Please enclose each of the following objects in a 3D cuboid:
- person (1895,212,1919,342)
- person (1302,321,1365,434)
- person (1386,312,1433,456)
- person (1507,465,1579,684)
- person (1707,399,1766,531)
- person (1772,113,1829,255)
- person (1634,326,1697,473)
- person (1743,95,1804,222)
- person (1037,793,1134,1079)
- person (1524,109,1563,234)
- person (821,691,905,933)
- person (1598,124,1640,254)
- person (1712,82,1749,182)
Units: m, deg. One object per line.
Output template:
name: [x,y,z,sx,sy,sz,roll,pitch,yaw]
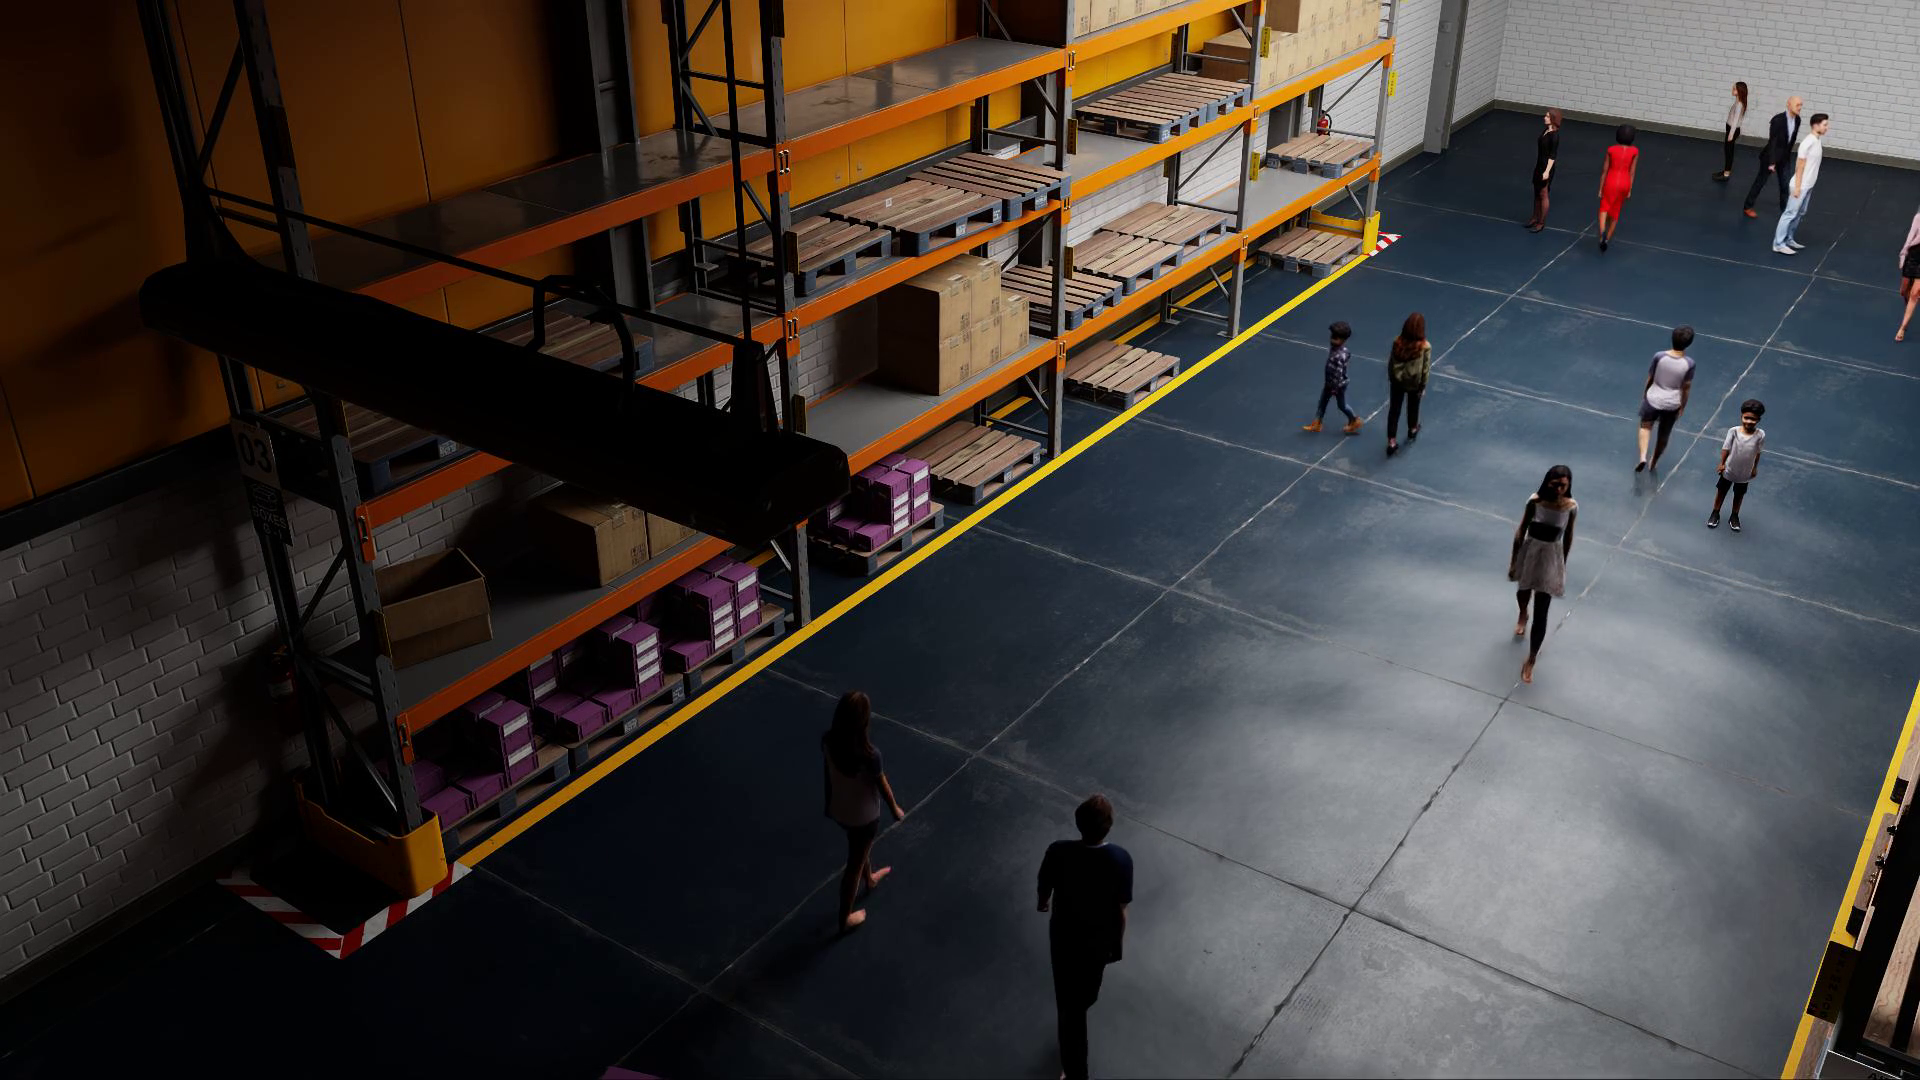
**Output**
person: [11.261,-3.247,19.478,0.637,1.792,1.016,19,34,31]
person: [3.933,-1.652,17.141,0.887,1.230,0.811,-5,29,-10]
person: [4.462,-1.546,16.728,0.644,1.440,0.956,15,32,25]
person: [4.603,0.176,13.283,0.829,1.716,1.267,10,30,17]
person: [7.212,-0.711,15.385,0.540,1.260,0.548,10,30,17]
person: [11.232,-4.765,22.193,0.765,1.857,0.552,25,37,38]
person: [6.858,-1.331,16.223,0.647,1.546,0.809,13,31,22]
person: [11.412,-5.366,23.400,1.202,1.757,1.200,-8,30,-14]
person: [0.687,2.300,9.295,1.137,1.806,1.318,0,29,-1]
person: [8.089,-5.118,22.998,0.713,1.707,0.629,-2,29,-4]
person: [-0.702,1.745,10.415,0.661,1.709,0.861,23,36,36]
person: [8.703,-4.625,22.068,0.708,1.732,0.843,8,30,14]
person: [11.732,-6.203,25.220,0.641,1.483,0.483,11,31,20]
